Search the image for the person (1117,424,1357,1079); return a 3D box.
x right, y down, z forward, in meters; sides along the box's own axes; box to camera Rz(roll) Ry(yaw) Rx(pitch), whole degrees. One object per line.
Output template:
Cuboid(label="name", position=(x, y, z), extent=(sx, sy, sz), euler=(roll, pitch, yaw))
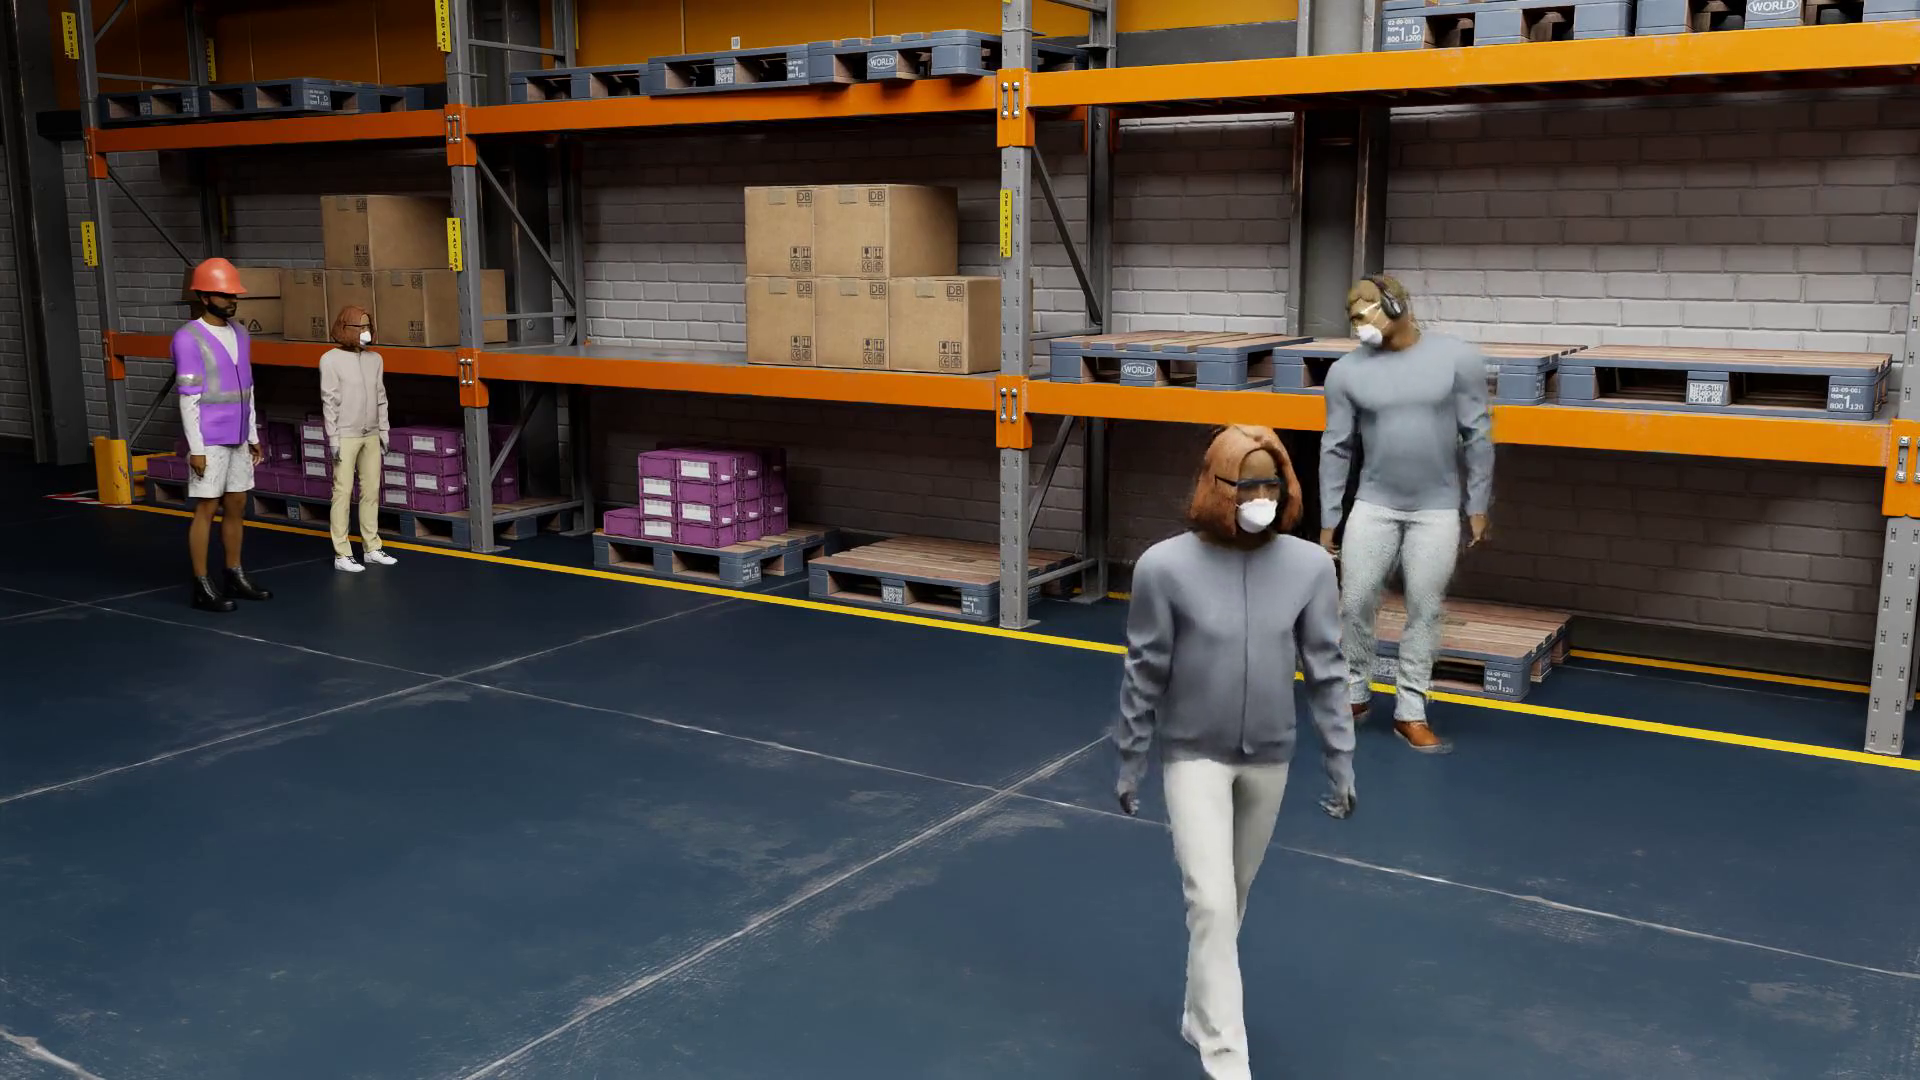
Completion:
Cuboid(label="person", position=(0.667, 0.544, 3.804), extent=(0.527, 1.597, 0.776), euler=(-3, 11, -15))

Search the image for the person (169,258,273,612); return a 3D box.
Cuboid(label="person", position=(-4.028, -0.571, 9.124), extent=(0.409, 1.930, 0.547), euler=(3, 11, 15))

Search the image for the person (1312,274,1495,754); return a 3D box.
Cuboid(label="person", position=(1.768, -0.105, 6.656), extent=(0.690, 1.893, 0.405), euler=(4, 11, 20))

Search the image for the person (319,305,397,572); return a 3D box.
Cuboid(label="person", position=(-3.710, -0.623, 10.238), extent=(0.277, 1.629, 0.498), euler=(5, 11, 26))
